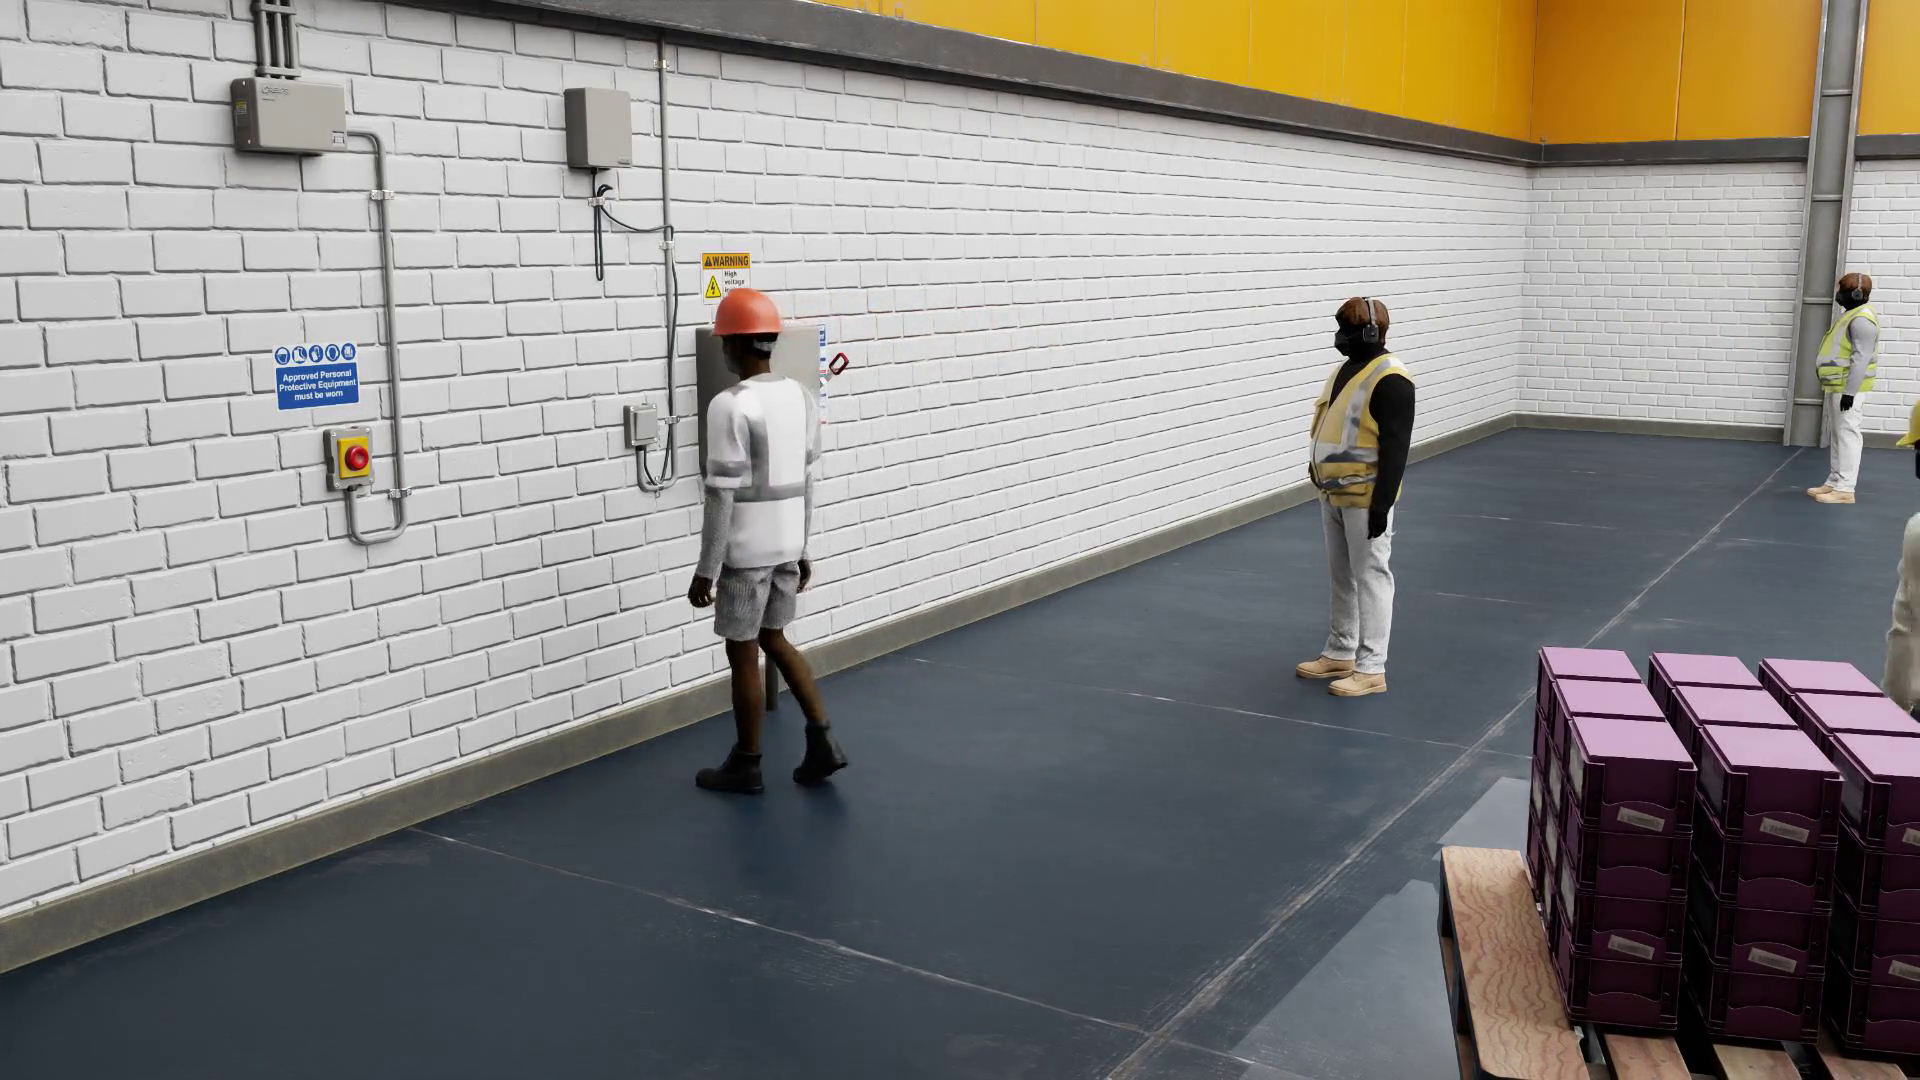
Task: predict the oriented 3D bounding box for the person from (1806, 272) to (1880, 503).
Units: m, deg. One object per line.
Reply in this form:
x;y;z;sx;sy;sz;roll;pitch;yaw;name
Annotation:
7.105;-1.218;13.364;0.429;1.846;0.627;3;11;18;person

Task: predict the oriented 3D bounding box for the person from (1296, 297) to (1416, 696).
1.839;-0.203;7.747;0.429;1.844;0.623;-2;11;-13;person

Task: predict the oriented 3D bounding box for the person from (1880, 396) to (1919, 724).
2.735;0.441;4.460;0.530;1.732;0.697;-6;12;-29;person

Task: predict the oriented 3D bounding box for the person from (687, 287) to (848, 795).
-0.757;0.024;6.248;0.465;1.934;0.560;6;12;29;person
